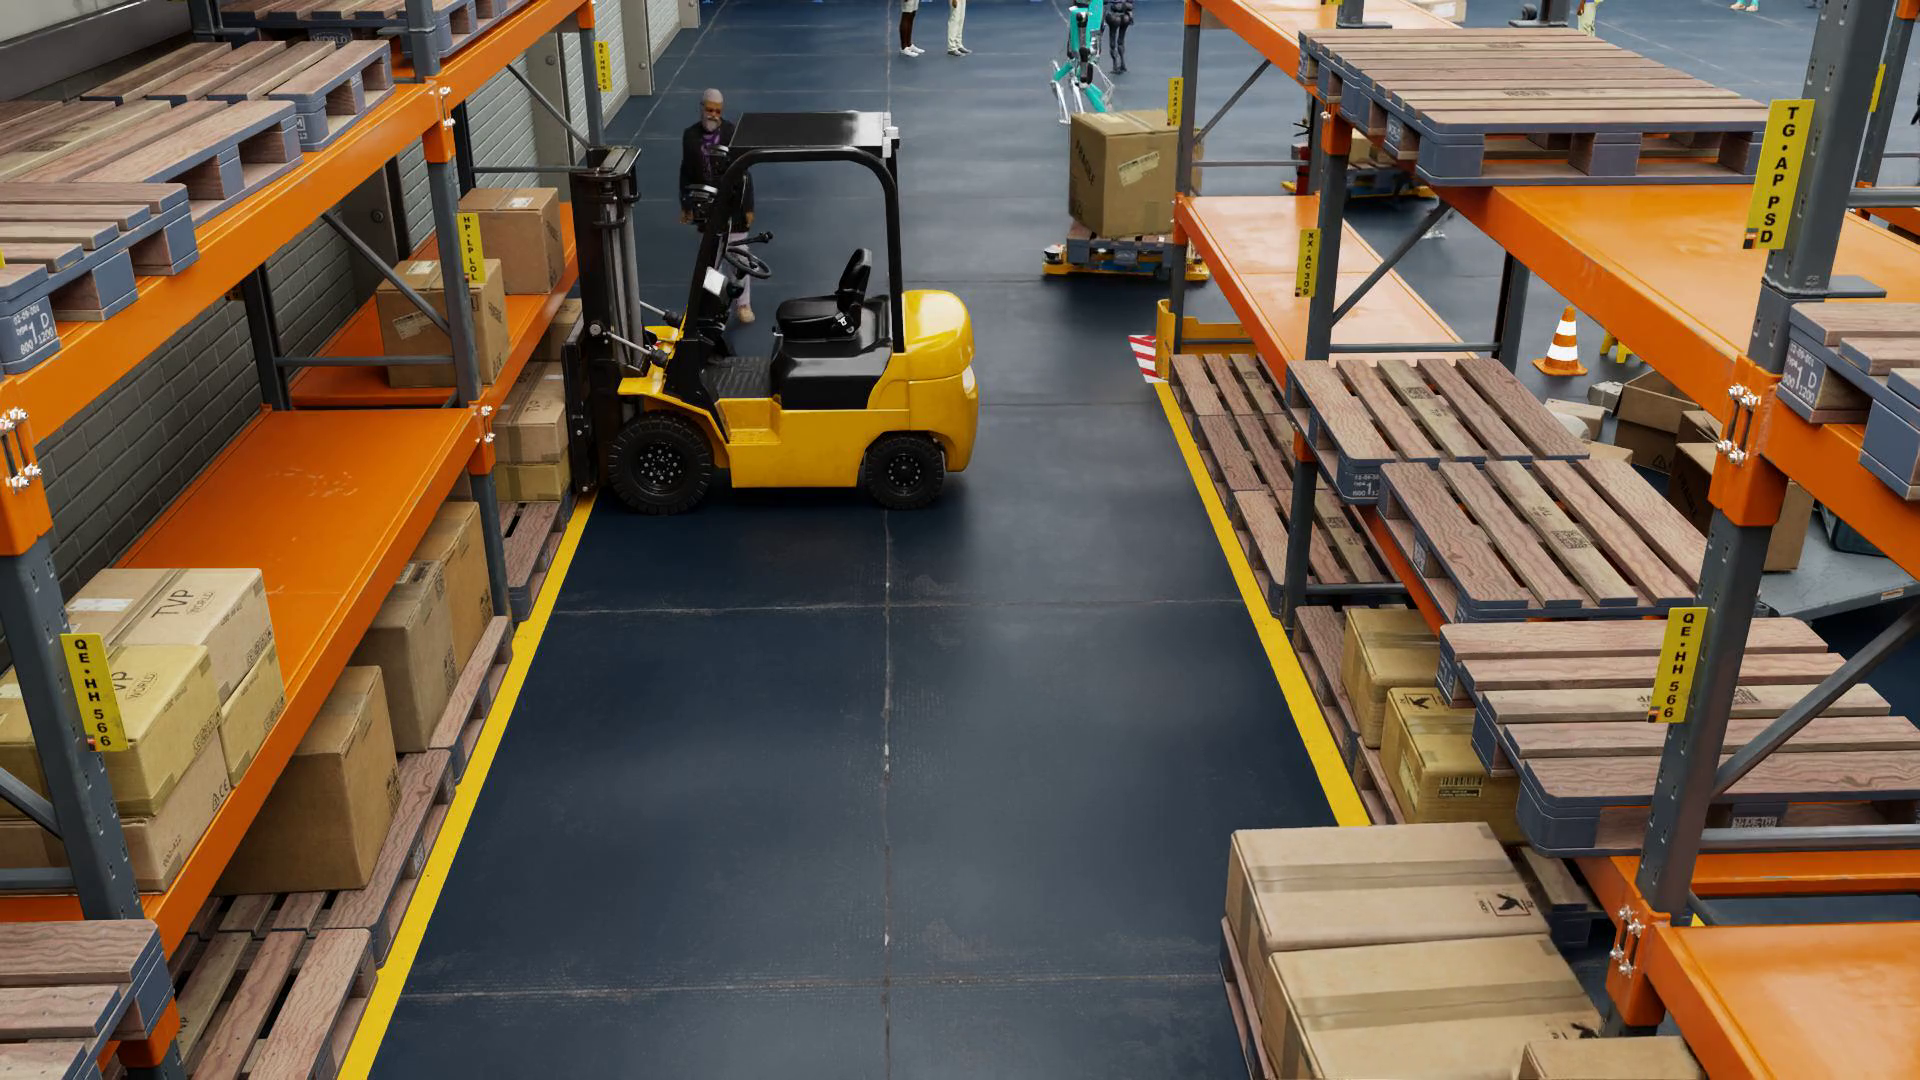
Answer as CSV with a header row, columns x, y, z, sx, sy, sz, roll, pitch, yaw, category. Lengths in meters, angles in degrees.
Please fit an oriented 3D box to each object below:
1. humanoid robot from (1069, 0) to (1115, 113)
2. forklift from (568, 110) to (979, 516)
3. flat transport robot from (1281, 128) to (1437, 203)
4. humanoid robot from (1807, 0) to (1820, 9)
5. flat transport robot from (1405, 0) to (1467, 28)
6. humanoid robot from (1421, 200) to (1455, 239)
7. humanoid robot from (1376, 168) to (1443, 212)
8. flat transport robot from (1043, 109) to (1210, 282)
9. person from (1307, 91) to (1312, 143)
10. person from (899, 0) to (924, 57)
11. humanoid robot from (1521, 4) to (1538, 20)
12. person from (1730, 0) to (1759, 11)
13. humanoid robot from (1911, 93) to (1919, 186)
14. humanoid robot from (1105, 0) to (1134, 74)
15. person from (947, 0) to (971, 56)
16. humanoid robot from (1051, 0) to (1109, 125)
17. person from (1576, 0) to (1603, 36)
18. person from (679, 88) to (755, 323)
x,y,z,sx,sy,sz,roll,pitch,yaw,category
1.533,-5.188,18.601,0.660,1.825,0.539,-2,25,-4,humanoid robot
-1.043,-1.379,9.976,2.313,2.155,1.214,-1,25,-2,forklift
4.089,-3.651,17.034,1.431,0.231,0.659,-5,26,-11,flat transport robot
15.391,-10.190,29.242,0.567,1.641,0.601,22,33,38,humanoid robot
6.909,-7.694,25.598,1.431,0.231,0.659,-16,30,-30,flat transport robot
4.487,-3.648,15.301,0.696,1.778,0.539,0,25,0,humanoid robot
4.517,-4.000,16.170,0.759,1.627,0.609,20,32,36,humanoid robot
1.473,-2.467,14.528,1.431,0.231,0.659,4,26,9,flat transport robot
4.112,-5.230,18.454,0.709,1.920,0.402,5,26,10,person
-0.742,-8.199,24.761,0.374,1.898,0.544,8,26,15,person
6.236,-5.108,18.486,0.615,1.640,0.522,-7,26,-14,humanoid robot
13.967,-10.267,29.120,0.379,1.917,0.488,-15,29,-28,person
10.049,-4.377,16.940,0.684,1.634,0.595,-22,33,-38,humanoid robot
2.198,-7.425,23.382,0.589,1.653,0.369,-17,30,-31,humanoid robot
-0.001,-8.121,24.775,0.349,1.743,0.559,8,26,16,person
1.398,-5.942,20.120,0.535,1.757,0.724,-20,32,-35,humanoid robot
8.864,-7.562,23.437,0.405,1.885,0.516,14,29,28,person
-1.875,-2.588,12.945,0.617,1.844,0.400,3,25,7,person
